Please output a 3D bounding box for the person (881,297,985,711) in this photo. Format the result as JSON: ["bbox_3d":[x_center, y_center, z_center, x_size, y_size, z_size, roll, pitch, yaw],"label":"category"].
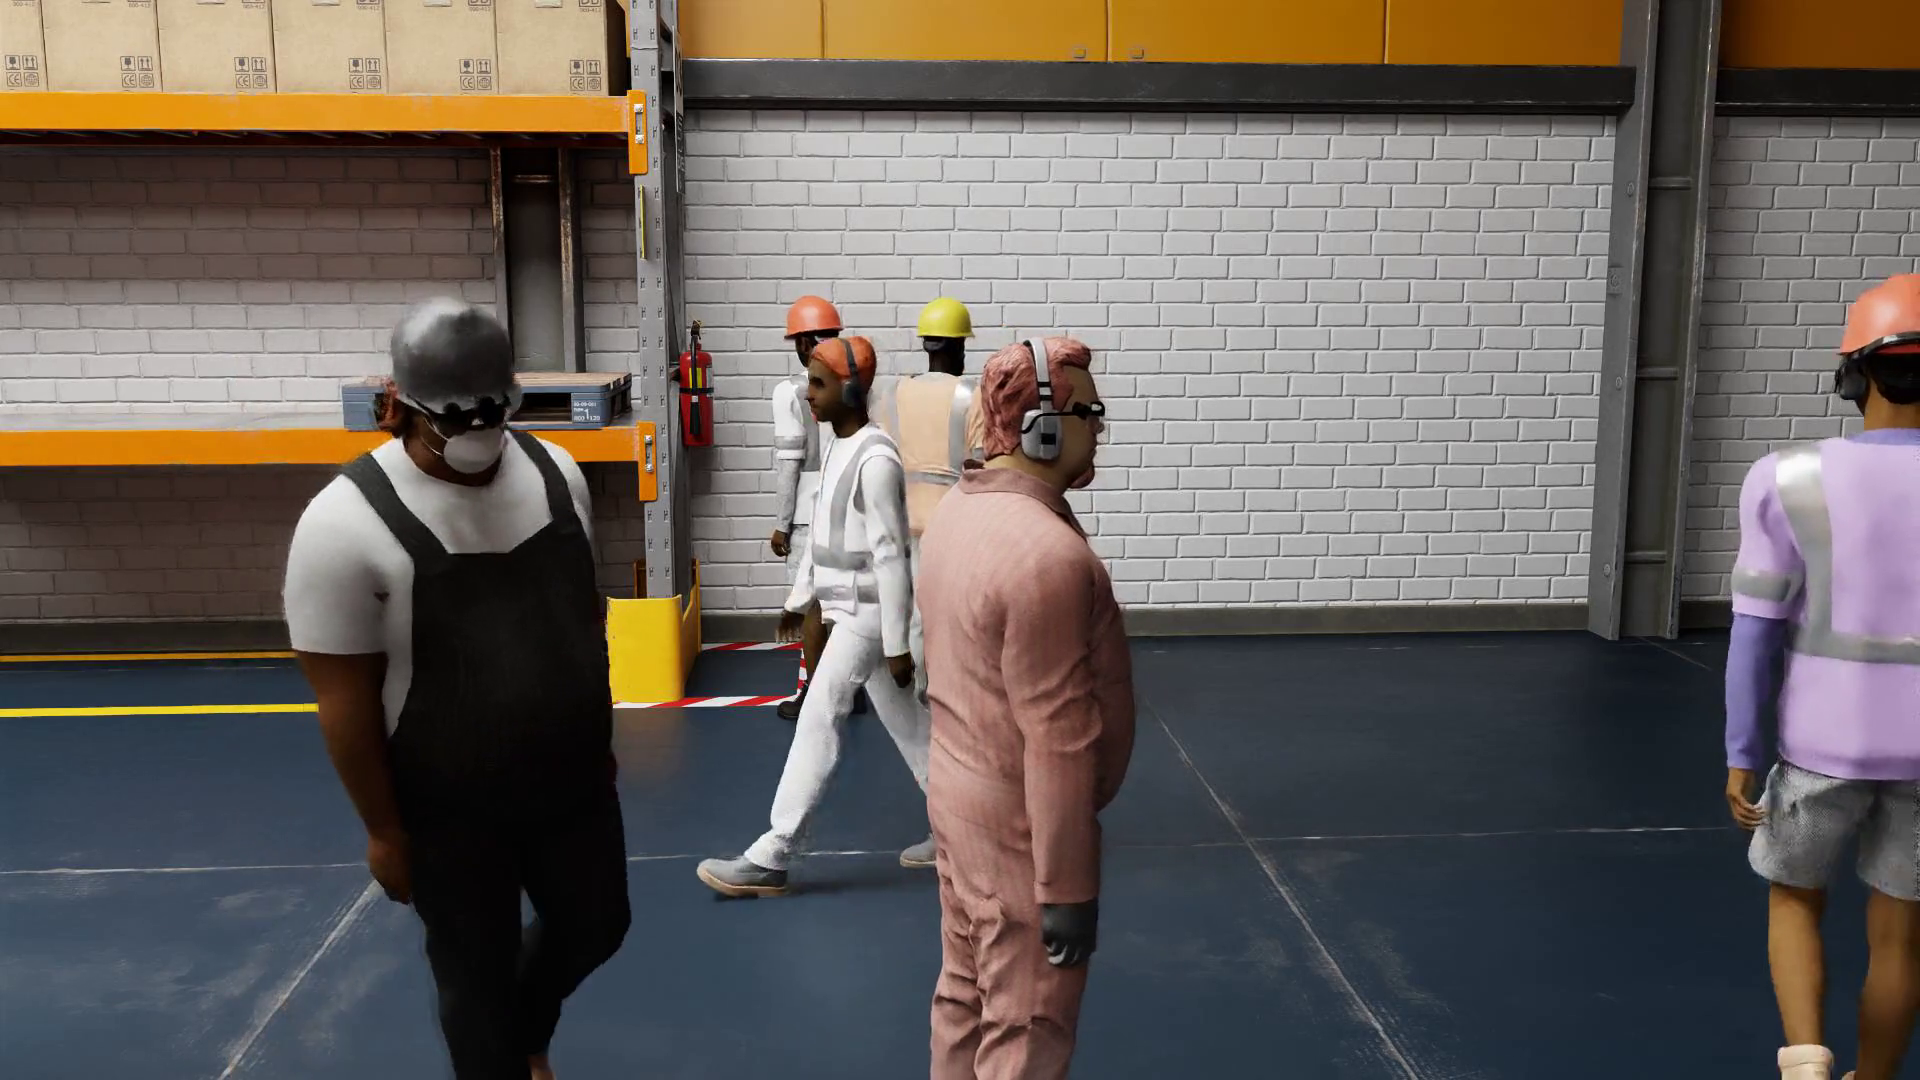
[{"bbox_3d":[-0.066,-0.071,7.154,0.587,1.930,0.360,6,11,32],"label":"person"}]

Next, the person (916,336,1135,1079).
[{"bbox_3d":[0.141,0.563,3.241,0.399,1.909,0.642,-3,9,-17],"label":"person"}]

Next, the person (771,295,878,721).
[{"bbox_3d":[-0.632,-0.133,7.528,0.544,1.935,0.361,-8,12,-42],"label":"person"}]

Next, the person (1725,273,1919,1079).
[{"bbox_3d":[1.986,0.448,3.600,0.620,2.030,0.592,4,10,22],"label":"person"}]

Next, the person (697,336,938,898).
[{"bbox_3d":[-0.348,0.249,5.479,1.005,1.833,0.593,-2,9,-12],"label":"person"}]
